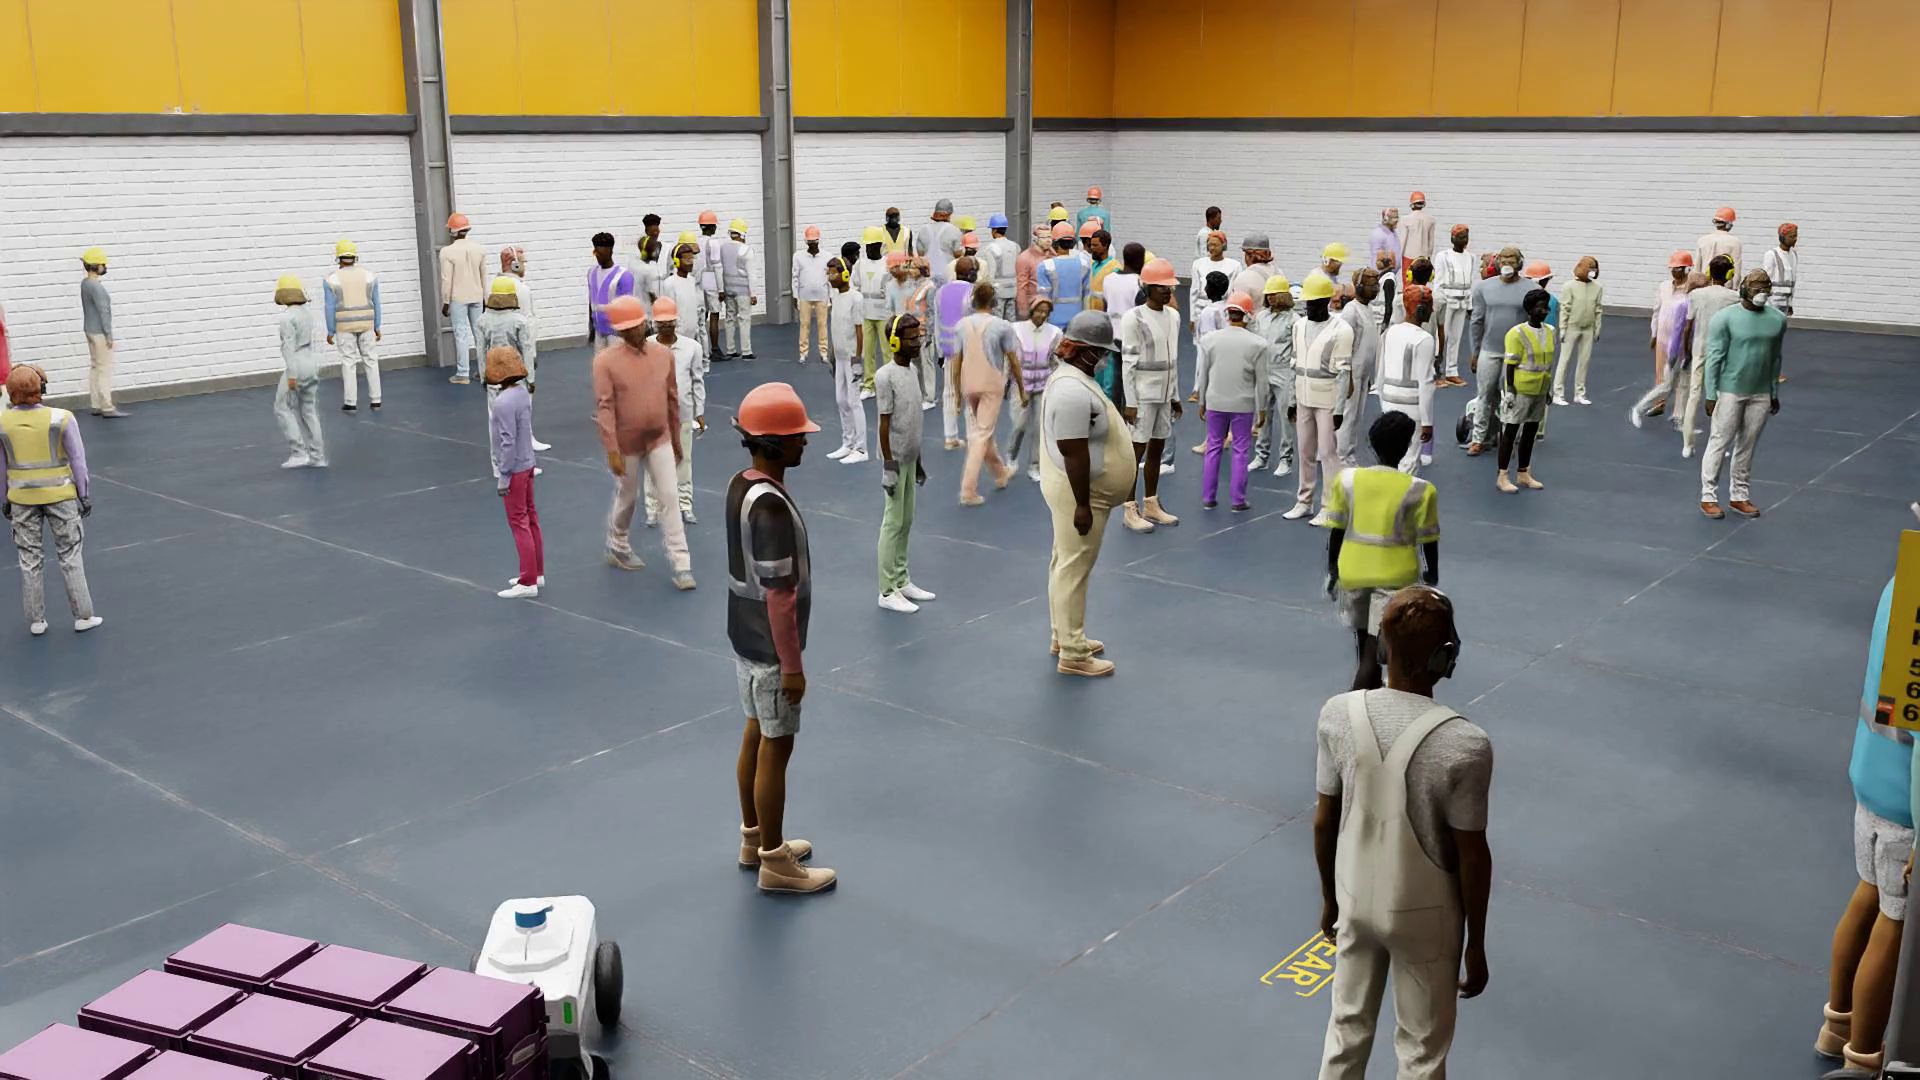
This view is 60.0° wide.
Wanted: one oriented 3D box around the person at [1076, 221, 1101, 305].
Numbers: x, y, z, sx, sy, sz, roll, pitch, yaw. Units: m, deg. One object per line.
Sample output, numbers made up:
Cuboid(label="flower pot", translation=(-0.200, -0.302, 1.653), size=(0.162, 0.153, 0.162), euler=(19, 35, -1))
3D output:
Cuboid(label="person", translation=(1.470, -2.665, 19.032), size=(0.357, 1.937, 0.551), euler=(0, 14, 2))

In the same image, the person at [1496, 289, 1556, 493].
Cuboid(label="person", translation=(4.722, -1.238, 13.816), size=(0.539, 1.695, 0.318), euler=(-8, 16, -28))

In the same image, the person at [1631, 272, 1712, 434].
Cuboid(label="person", translation=(7.077, -1.861, 16.501), size=(0.528, 1.607, 0.646), euler=(-12, 18, -39))

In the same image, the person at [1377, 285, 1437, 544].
Cuboid(label="person", translation=(3.263, -0.918, 12.160), size=(0.339, 1.882, 0.581), euler=(-5, 15, -19))

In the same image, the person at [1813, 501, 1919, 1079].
Cuboid(label="person", translation=(2.945, 0.780, 5.082), size=(0.396, 2.036, 0.600), euler=(4, 15, 17))

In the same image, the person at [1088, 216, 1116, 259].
Cuboid(label="person", translation=(1.651, -3.037, 20.581), size=(0.407, 1.910, 0.639), euler=(-6, 15, -22))

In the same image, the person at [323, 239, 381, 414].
Cuboid(label="person", translation=(-6.429, -2.260, 17.624), size=(0.586, 1.835, 0.403), euler=(-10, 17, -35))

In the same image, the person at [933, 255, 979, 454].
Cuboid(label="person", translation=(0.034, -1.721, 15.483), size=(0.643, 1.833, 0.430), euler=(14, 19, 43))

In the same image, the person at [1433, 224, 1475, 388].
Cuboid(label="person", translation=(5.748, -2.723, 19.375), size=(0.572, 1.883, 0.354), euler=(-7, 16, -26))

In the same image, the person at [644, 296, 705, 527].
Cuboid(label="person", translation=(-2.213, -0.975, 12.649), size=(0.563, 1.753, 0.335), euler=(-4, 15, -14))

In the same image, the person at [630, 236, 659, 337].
Cuboid(label="person", translation=(-3.497, -2.450, 18.408), size=(0.420, 1.824, 0.625), euler=(-7, 16, -25))

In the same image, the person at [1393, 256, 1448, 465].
Cuboid(label="person", translation=(4.078, -1.592, 14.879), size=(0.518, 1.874, 0.326), euler=(0, 14, -2))

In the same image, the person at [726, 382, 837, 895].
Cuboid(label="person", translation=(-0.726, 0.393, 6.598), size=(0.379, 2.045, 0.605), euler=(-5, 15, -20))

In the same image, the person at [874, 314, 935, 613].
Cuboid(label="person", translation=(-0.352, -0.489, 10.476), size=(0.329, 1.872, 0.509), euler=(5, 15, 20))

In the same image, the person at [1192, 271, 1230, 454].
Cuboid(label="person", translation=(2.359, -1.641, 15.429), size=(0.316, 1.695, 0.542), euler=(10, 17, 34))

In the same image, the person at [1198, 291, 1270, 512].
Cuboid(label="person", translation=(2.158, -1.088, 13.130), size=(0.578, 1.738, 0.354), euler=(6, 15, 23))

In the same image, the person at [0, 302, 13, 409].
Cuboid(label="person", translation=(-9.039, -1.657, 15.367), size=(0.341, 1.760, 0.525), euler=(12, 18, 40))

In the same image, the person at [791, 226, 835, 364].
Cuboid(label="person", translation=(-1.874, -3.132, 21.272), size=(0.559, 1.752, 0.325), euler=(-1, 14, -6))

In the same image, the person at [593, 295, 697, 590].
Cuboid(label="person", translation=(-2.128, -0.671, 11.084), size=(0.633, 1.942, 0.974), euler=(-9, 17, -33))

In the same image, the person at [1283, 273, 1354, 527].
Cuboid(label="person", translation=(2.717, -1.068, 12.691), size=(0.398, 1.920, 0.586), euler=(-9, 17, -33))

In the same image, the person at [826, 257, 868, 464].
Cuboid(label="person", translation=(-1.040, -1.626, 15.061), size=(0.344, 1.856, 0.525), euler=(-9, 17, -33))

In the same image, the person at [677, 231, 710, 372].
Cuboid(label="person", translation=(-3.291, -2.898, 20.359), size=(0.324, 1.743, 0.490), euler=(4, 15, 17))

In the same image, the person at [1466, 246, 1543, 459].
Cuboid(label="person", translation=(4.981, -1.714, 15.229), size=(0.629, 1.940, 0.376), euler=(6, 15, 23))

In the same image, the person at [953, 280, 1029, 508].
Cuboid(label="person", translation=(0.244, -1.198, 13.462), size=(0.528, 1.780, 1.006), euler=(9, 17, 33))

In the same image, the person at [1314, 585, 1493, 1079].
Cuboid(label="person", translation=(1.188, 1.022, 4.492), size=(0.507, 1.842, 0.343), euler=(13, 19, 41))

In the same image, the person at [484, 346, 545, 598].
Cuboid(label="person", translation=(-2.886, -0.441, 10.762), size=(0.266, 1.631, 0.507), euler=(0, 14, 1))

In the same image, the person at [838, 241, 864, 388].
Cuboid(label="person", translation=(-1.283, -2.622, 19.357), size=(0.319, 1.693, 0.532), euler=(-1, 14, -5))

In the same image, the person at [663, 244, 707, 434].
Cuboid(label="person", translation=(-2.729, -1.991, 16.477), size=(0.331, 1.872, 0.513), euler=(6, 15, 21))

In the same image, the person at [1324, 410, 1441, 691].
Cuboid(label="person", translation=(2.118, 0.173, 8.260), size=(0.546, 1.642, 0.875), euler=(10, 17, 34))

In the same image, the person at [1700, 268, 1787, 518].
Cuboid(label="person", translation=(6.069, -1.131, 12.900), size=(0.637, 1.938, 0.355), euler=(-2, 14, -10))

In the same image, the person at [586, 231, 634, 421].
Cuboid(label="person", translation=(-3.577, -2.171, 17.026), size=(0.608, 1.958, 0.373), euler=(11, 18, 37))

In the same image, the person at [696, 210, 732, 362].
Cuboid(label="person", translation=(-3.226, -3.272, 21.457), size=(0.543, 1.938, 0.356), euler=(12, 18, 40))

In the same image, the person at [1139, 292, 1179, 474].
Cuboid(label="person", translation=(1.752, -1.392, 14.560), size=(0.278, 1.634, 0.499), euler=(-2, 14, -9))

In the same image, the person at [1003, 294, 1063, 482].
Cuboid(label="person", translation=(0.615, -1.289, 14.177), size=(0.522, 1.614, 0.382), euler=(-3, 14, -11))

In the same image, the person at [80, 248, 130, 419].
Cuboid(label="person", translation=(-8.949, -2.156, 17.351), size=(0.331, 1.765, 0.533), euler=(-12, 19, -41))

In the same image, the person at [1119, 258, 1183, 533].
Cuboid(label="person", translation=(1.461, -1.088, 12.514), size=(0.605, 2.045, 0.376), euler=(-14, 19, -43))

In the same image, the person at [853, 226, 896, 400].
Cuboid(label="person", translation=(-0.926, -2.476, 18.297), size=(0.593, 1.924, 0.384), euler=(7, 16, 28))

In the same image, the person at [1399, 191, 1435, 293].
Cuboid(label="person", translation=(7.103, -4.435, 25.991), size=(0.612, 1.995, 0.378), euler=(-4, 15, -14))
